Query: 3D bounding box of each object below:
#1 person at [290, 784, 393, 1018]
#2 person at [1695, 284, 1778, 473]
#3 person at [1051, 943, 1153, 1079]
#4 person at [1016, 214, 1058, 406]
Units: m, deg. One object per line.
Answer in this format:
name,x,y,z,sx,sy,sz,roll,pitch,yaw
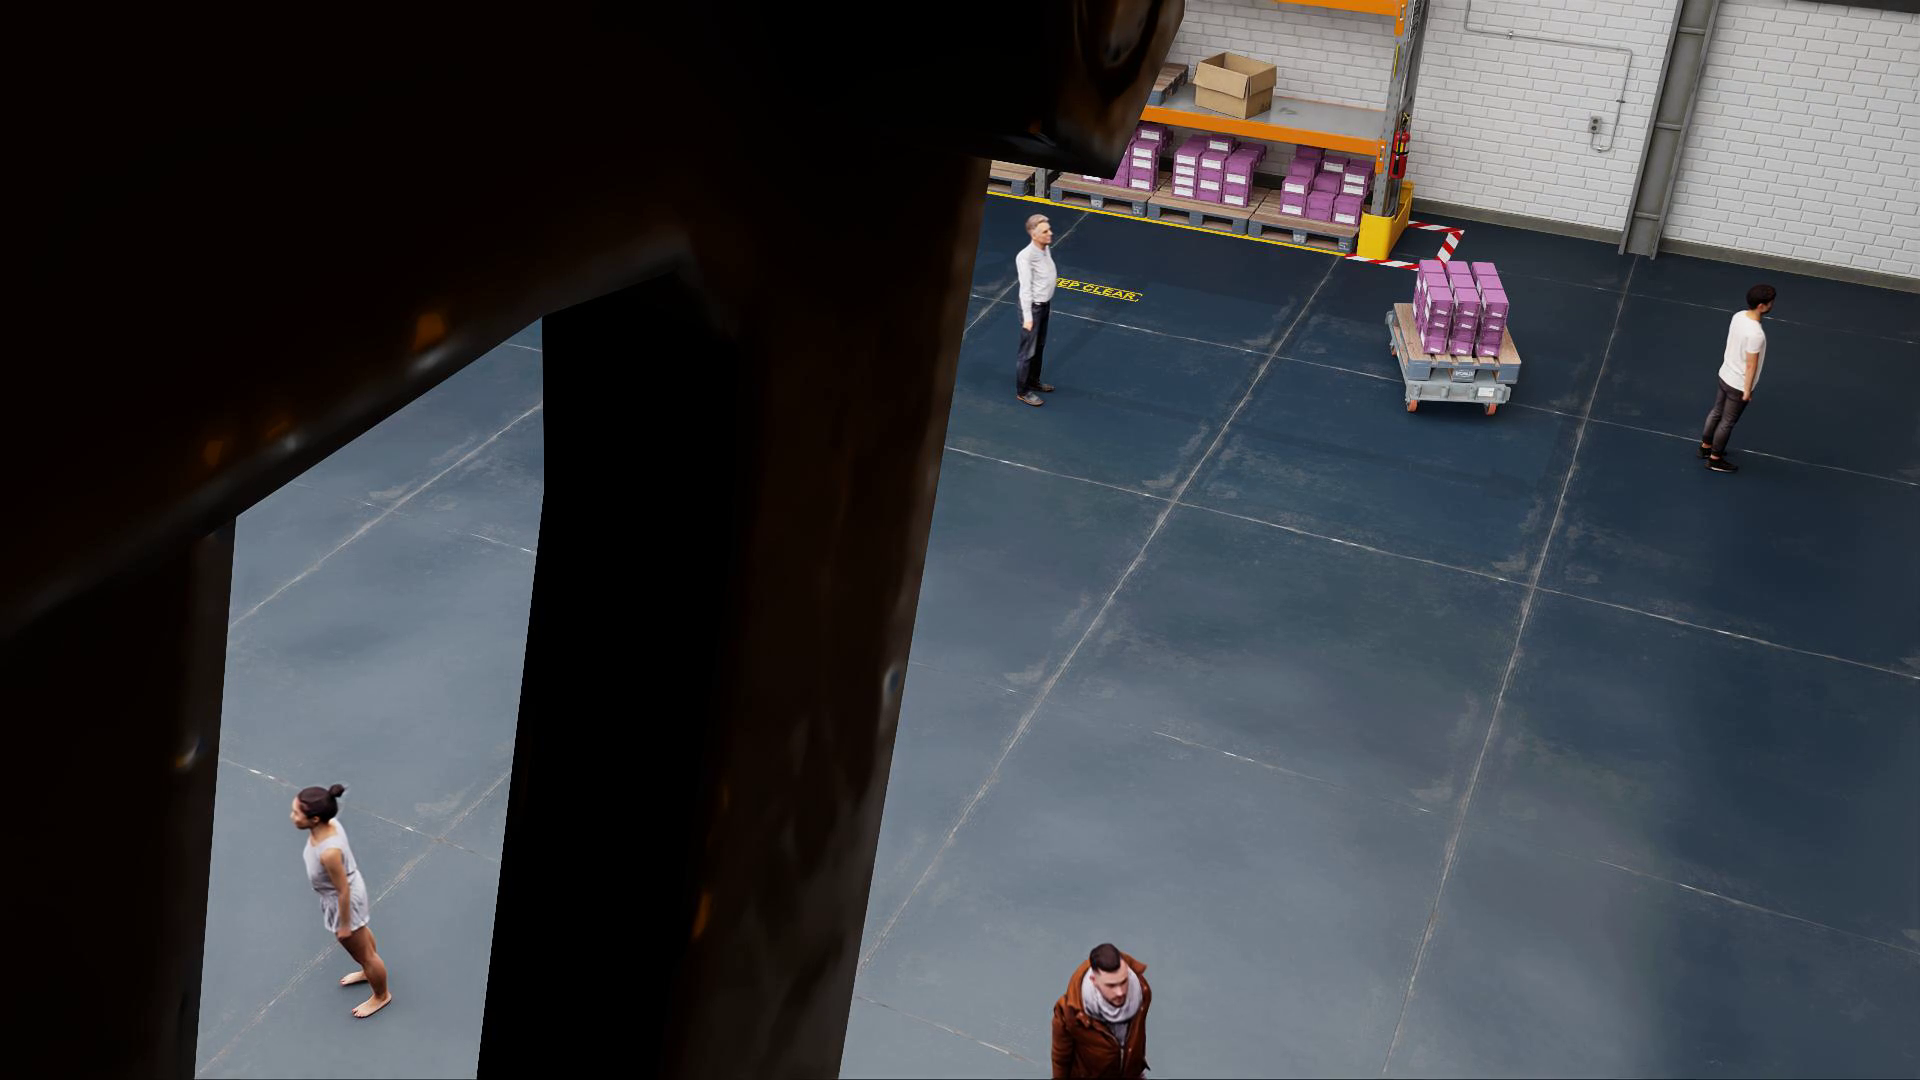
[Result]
person,-3.457,1.999,9.308,0.710,1.607,0.627,-17,37,-24
person,6.706,-1.419,14.346,0.673,1.722,0.699,1,34,1
person,0.670,2.644,8.128,0.842,1.838,0.883,-17,37,-24
person,0.693,-2.157,15.367,0.549,1.820,0.645,15,37,22
